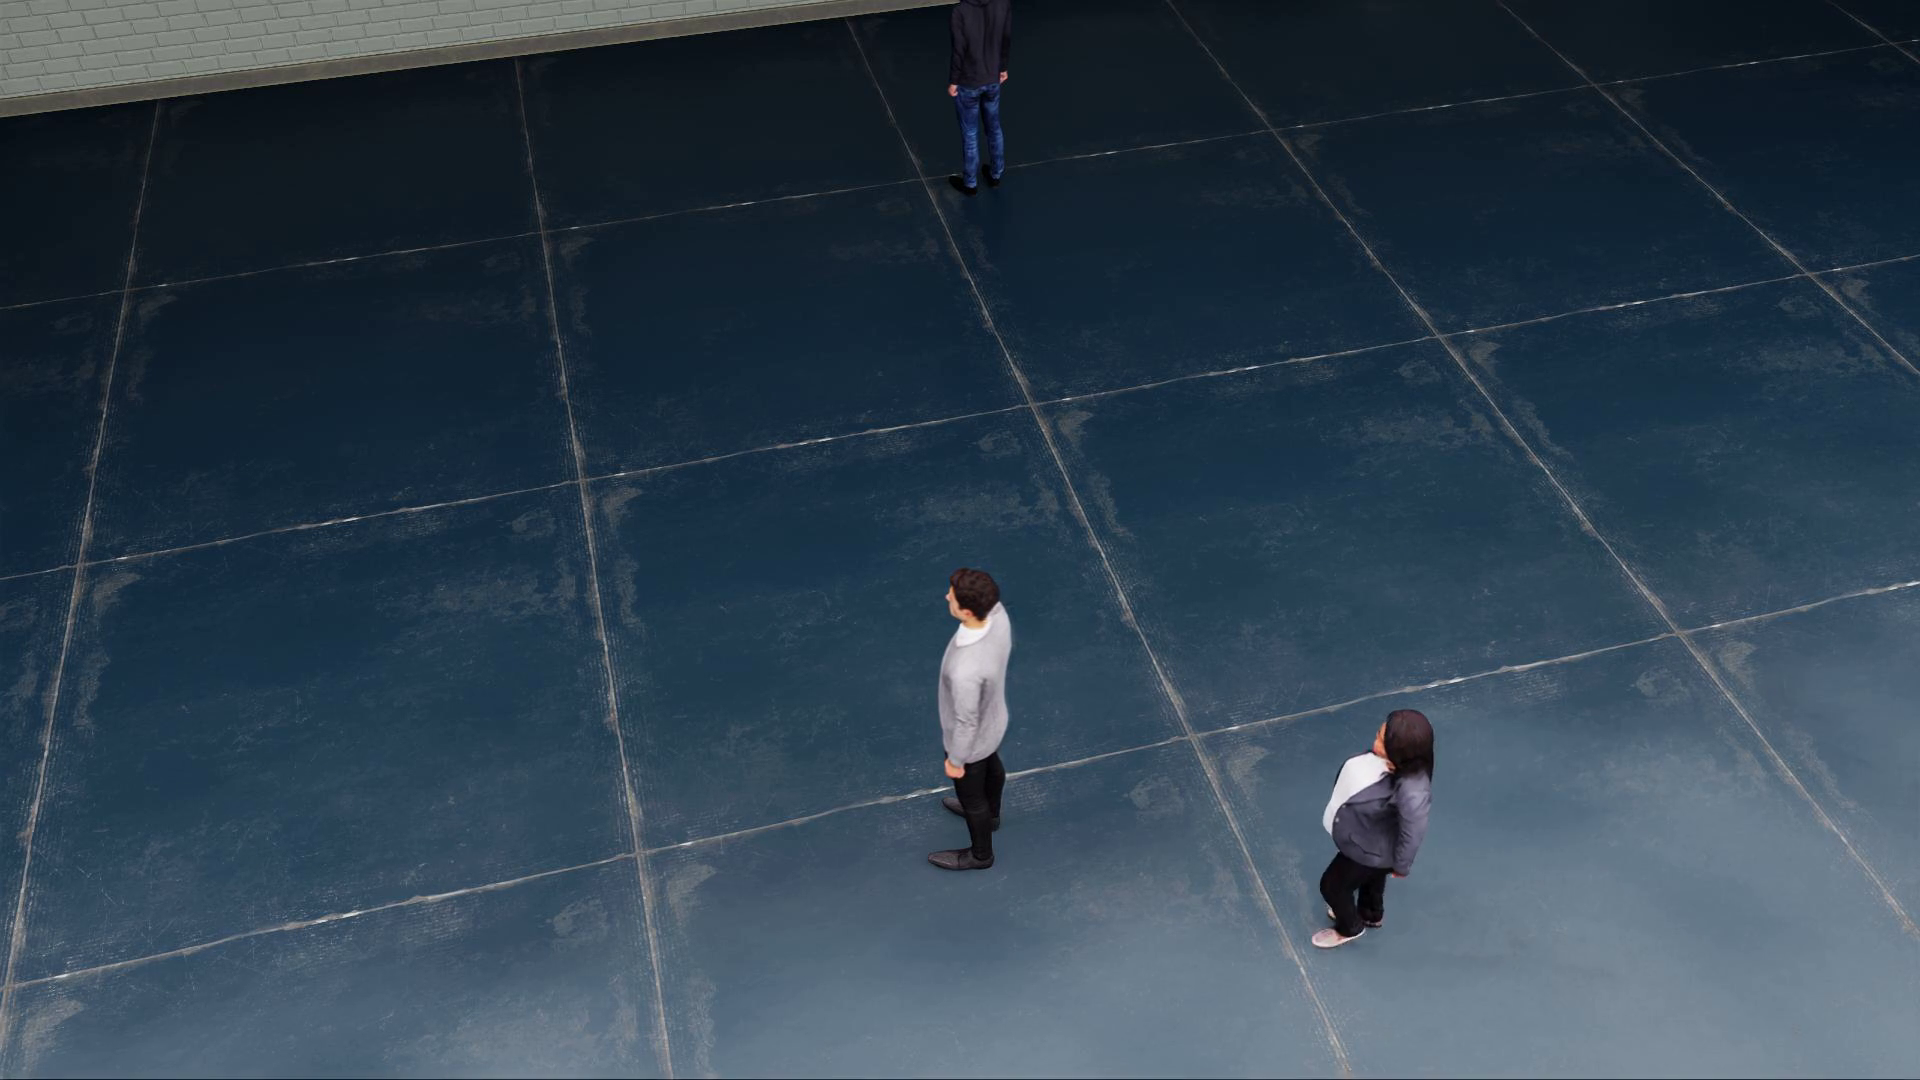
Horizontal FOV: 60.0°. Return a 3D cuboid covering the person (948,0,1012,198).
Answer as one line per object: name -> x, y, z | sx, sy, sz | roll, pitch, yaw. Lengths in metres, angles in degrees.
person -> 0.137, -3.487, 12.536 | 0.745, 1.891, 0.683 | -24, 48, -24

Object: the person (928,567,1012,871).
person -> 0.073, 0.861, 7.857 | 0.892, 1.922, 0.750 | 9, 44, 10

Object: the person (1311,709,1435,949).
person -> 1.983, 1.328, 7.604 | 0.833, 1.583, 0.728 | 6, 43, 7
